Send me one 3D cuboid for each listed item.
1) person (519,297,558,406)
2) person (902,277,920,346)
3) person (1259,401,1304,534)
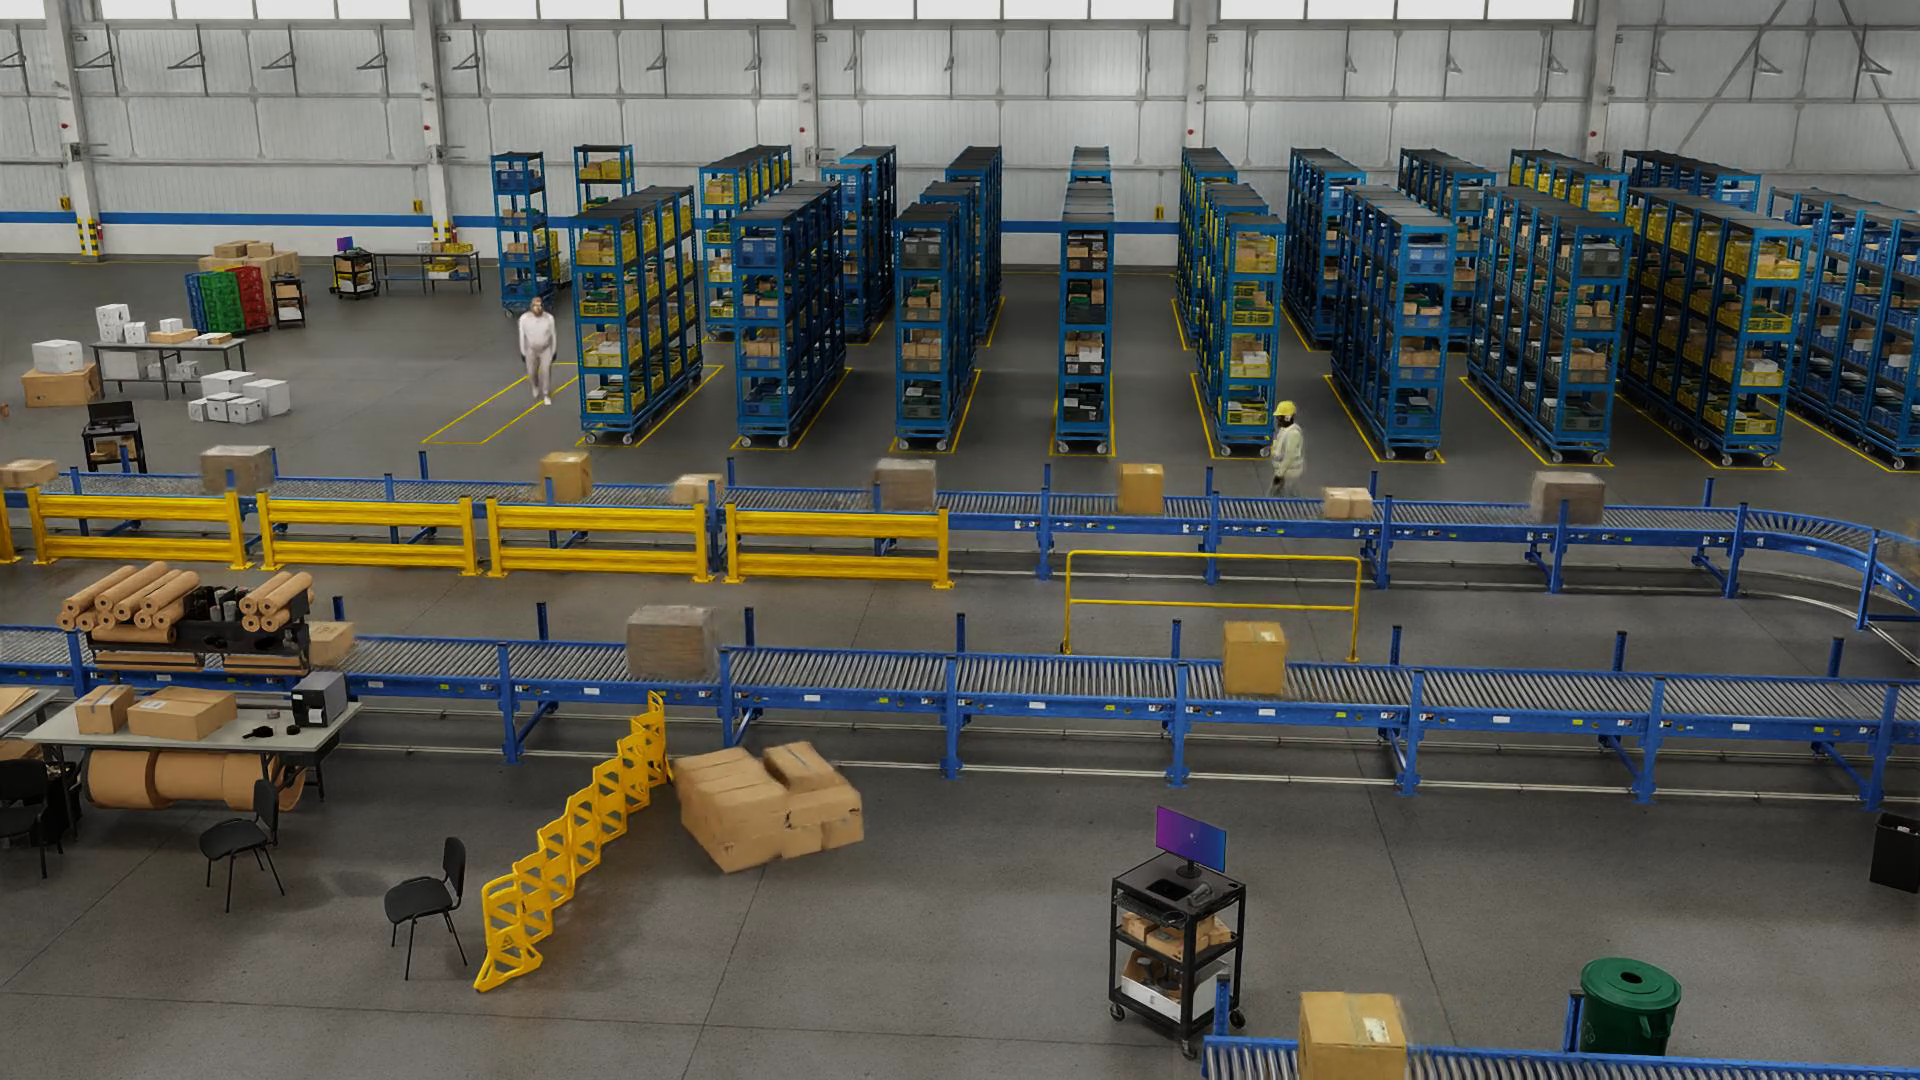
[{"bbox_3d":[-7.326,-3.310,28.958,0.658,1.892,0.590,-4,18,-13],"label":"person"},{"bbox_3d":[-0.966,-4.938,33.963,0.388,1.992,0.625,14,22,38],"label":"person"},{"bbox_3d":[4.124,-0.904,21.501,0.873,1.787,0.590,-2,18,-7],"label":"person"}]
